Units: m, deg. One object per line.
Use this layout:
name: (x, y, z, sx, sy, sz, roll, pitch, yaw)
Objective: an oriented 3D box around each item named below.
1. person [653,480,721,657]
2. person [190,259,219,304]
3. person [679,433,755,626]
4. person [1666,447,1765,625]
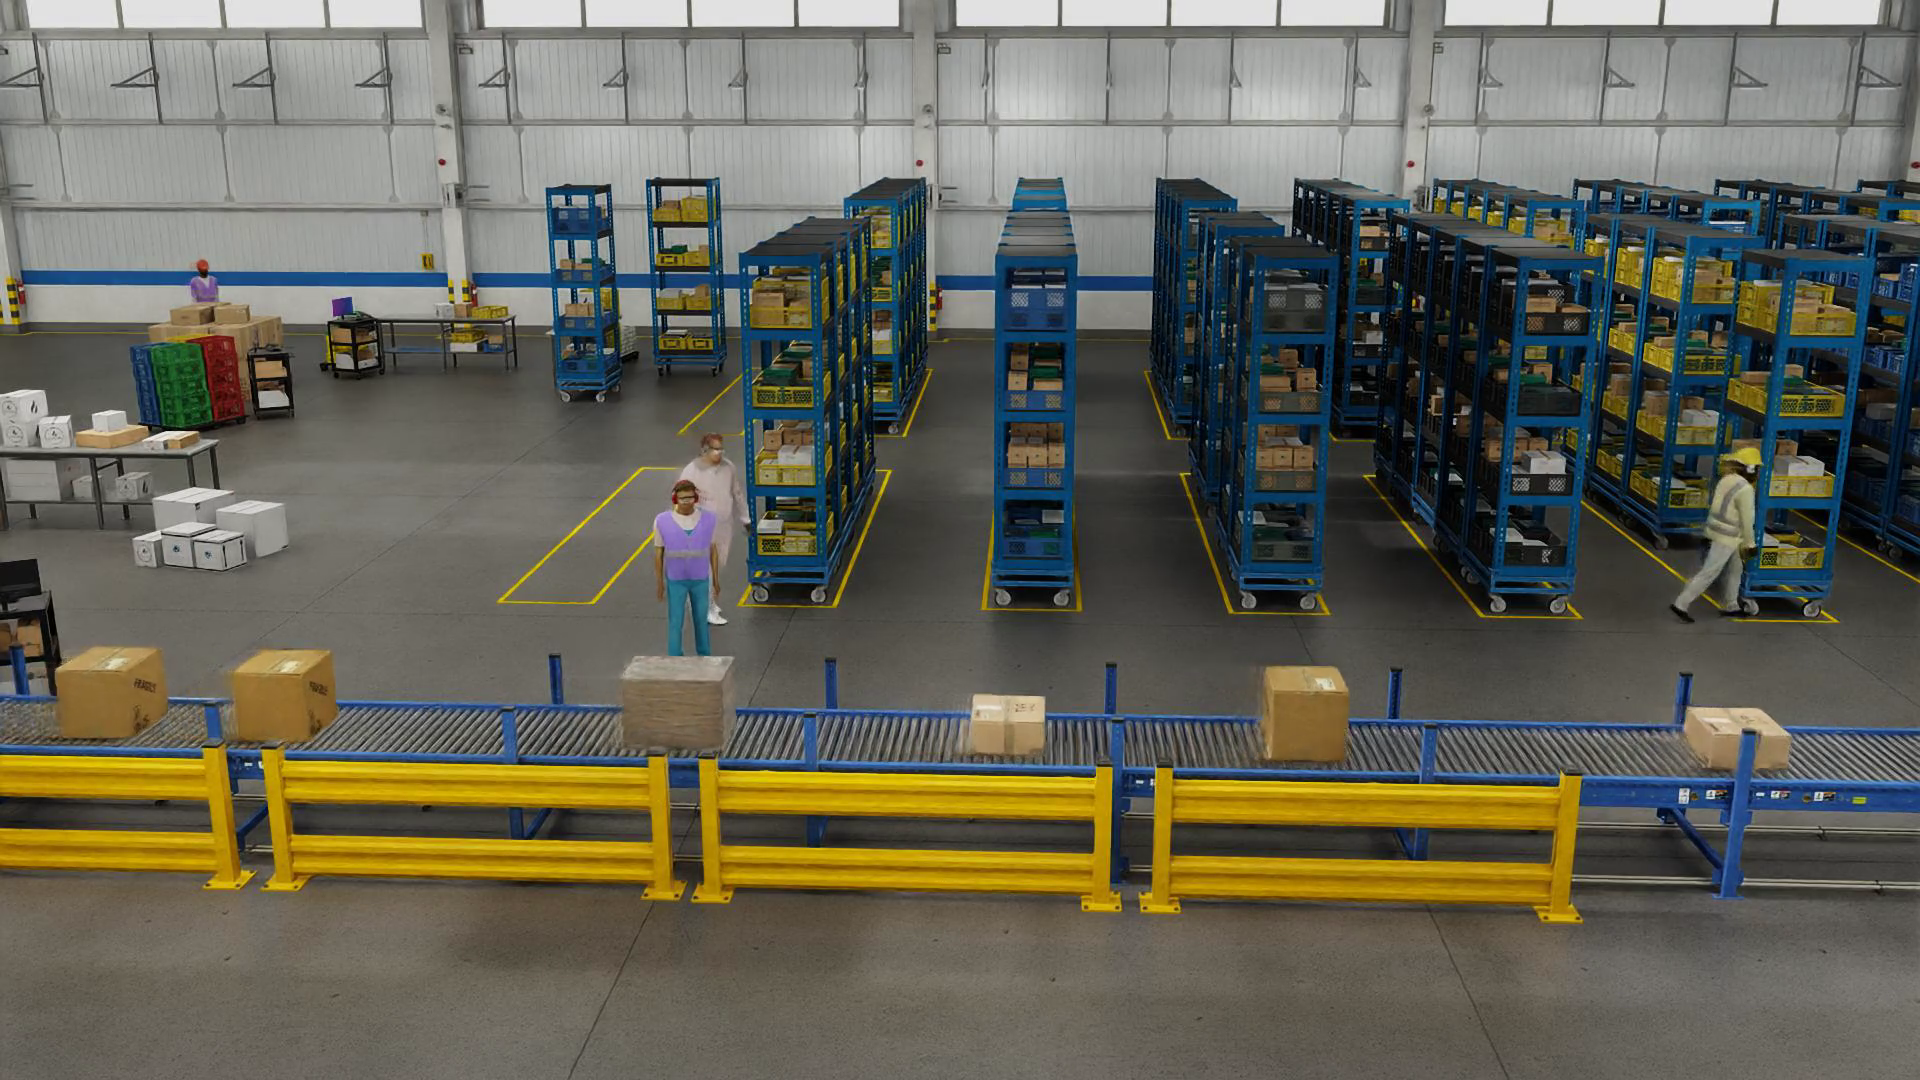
person: (-2.410, 0.358, 14.714, 0.570, 1.842, 0.383, -5, 16, -19)
person: (-14.867, -4.580, 32.868, 0.372, 1.935, 0.551, 13, 20, 39)
person: (-2.443, -0.140, 16.507, 0.651, 1.879, 0.661, 13, 20, 40)
person: (7.456, -0.049, 16.374, 0.855, 1.783, 0.613, 2, 15, 8)
